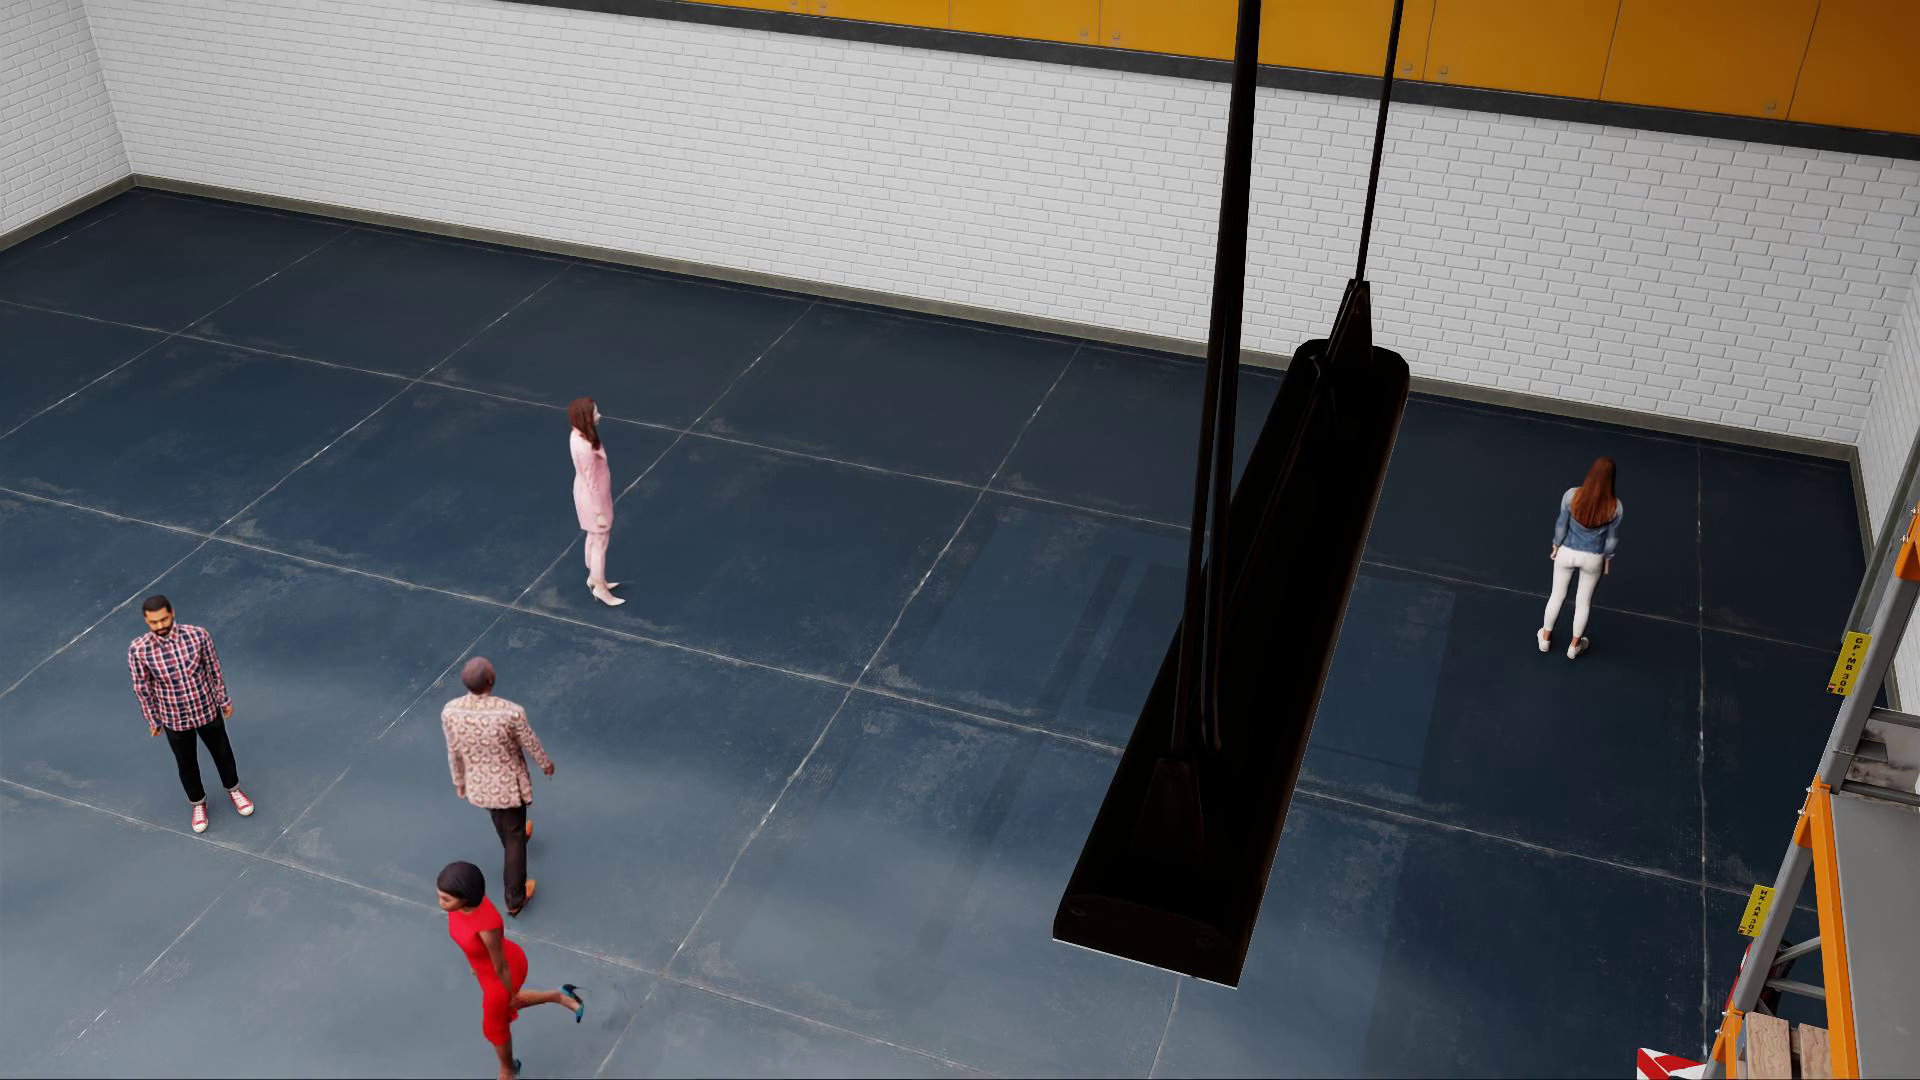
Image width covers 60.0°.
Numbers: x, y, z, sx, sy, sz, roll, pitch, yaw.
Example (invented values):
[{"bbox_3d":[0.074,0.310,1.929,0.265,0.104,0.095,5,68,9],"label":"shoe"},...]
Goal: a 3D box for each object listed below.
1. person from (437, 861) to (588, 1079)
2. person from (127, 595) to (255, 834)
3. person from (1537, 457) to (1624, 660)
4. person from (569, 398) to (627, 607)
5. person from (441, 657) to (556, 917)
[{"bbox_3d":[-2.440,2.345,9.106,0.836,1.709,1.035,29,43,36],"label":"person"},{"bbox_3d":[-5.068,1.104,10.924,0.756,1.761,0.846,-19,38,-27],"label":"person"},{"bbox_3d":[4.645,0.133,12.439,0.637,1.702,0.550,16,37,22],"label":"person"},{"bbox_3d":[-2.870,-0.304,13.007,0.749,1.801,0.661,-11,35,-16],"label":"person"},{"bbox_3d":[-2.866,1.556,10.230,0.806,1.778,1.057,7,34,10],"label":"person"}]
